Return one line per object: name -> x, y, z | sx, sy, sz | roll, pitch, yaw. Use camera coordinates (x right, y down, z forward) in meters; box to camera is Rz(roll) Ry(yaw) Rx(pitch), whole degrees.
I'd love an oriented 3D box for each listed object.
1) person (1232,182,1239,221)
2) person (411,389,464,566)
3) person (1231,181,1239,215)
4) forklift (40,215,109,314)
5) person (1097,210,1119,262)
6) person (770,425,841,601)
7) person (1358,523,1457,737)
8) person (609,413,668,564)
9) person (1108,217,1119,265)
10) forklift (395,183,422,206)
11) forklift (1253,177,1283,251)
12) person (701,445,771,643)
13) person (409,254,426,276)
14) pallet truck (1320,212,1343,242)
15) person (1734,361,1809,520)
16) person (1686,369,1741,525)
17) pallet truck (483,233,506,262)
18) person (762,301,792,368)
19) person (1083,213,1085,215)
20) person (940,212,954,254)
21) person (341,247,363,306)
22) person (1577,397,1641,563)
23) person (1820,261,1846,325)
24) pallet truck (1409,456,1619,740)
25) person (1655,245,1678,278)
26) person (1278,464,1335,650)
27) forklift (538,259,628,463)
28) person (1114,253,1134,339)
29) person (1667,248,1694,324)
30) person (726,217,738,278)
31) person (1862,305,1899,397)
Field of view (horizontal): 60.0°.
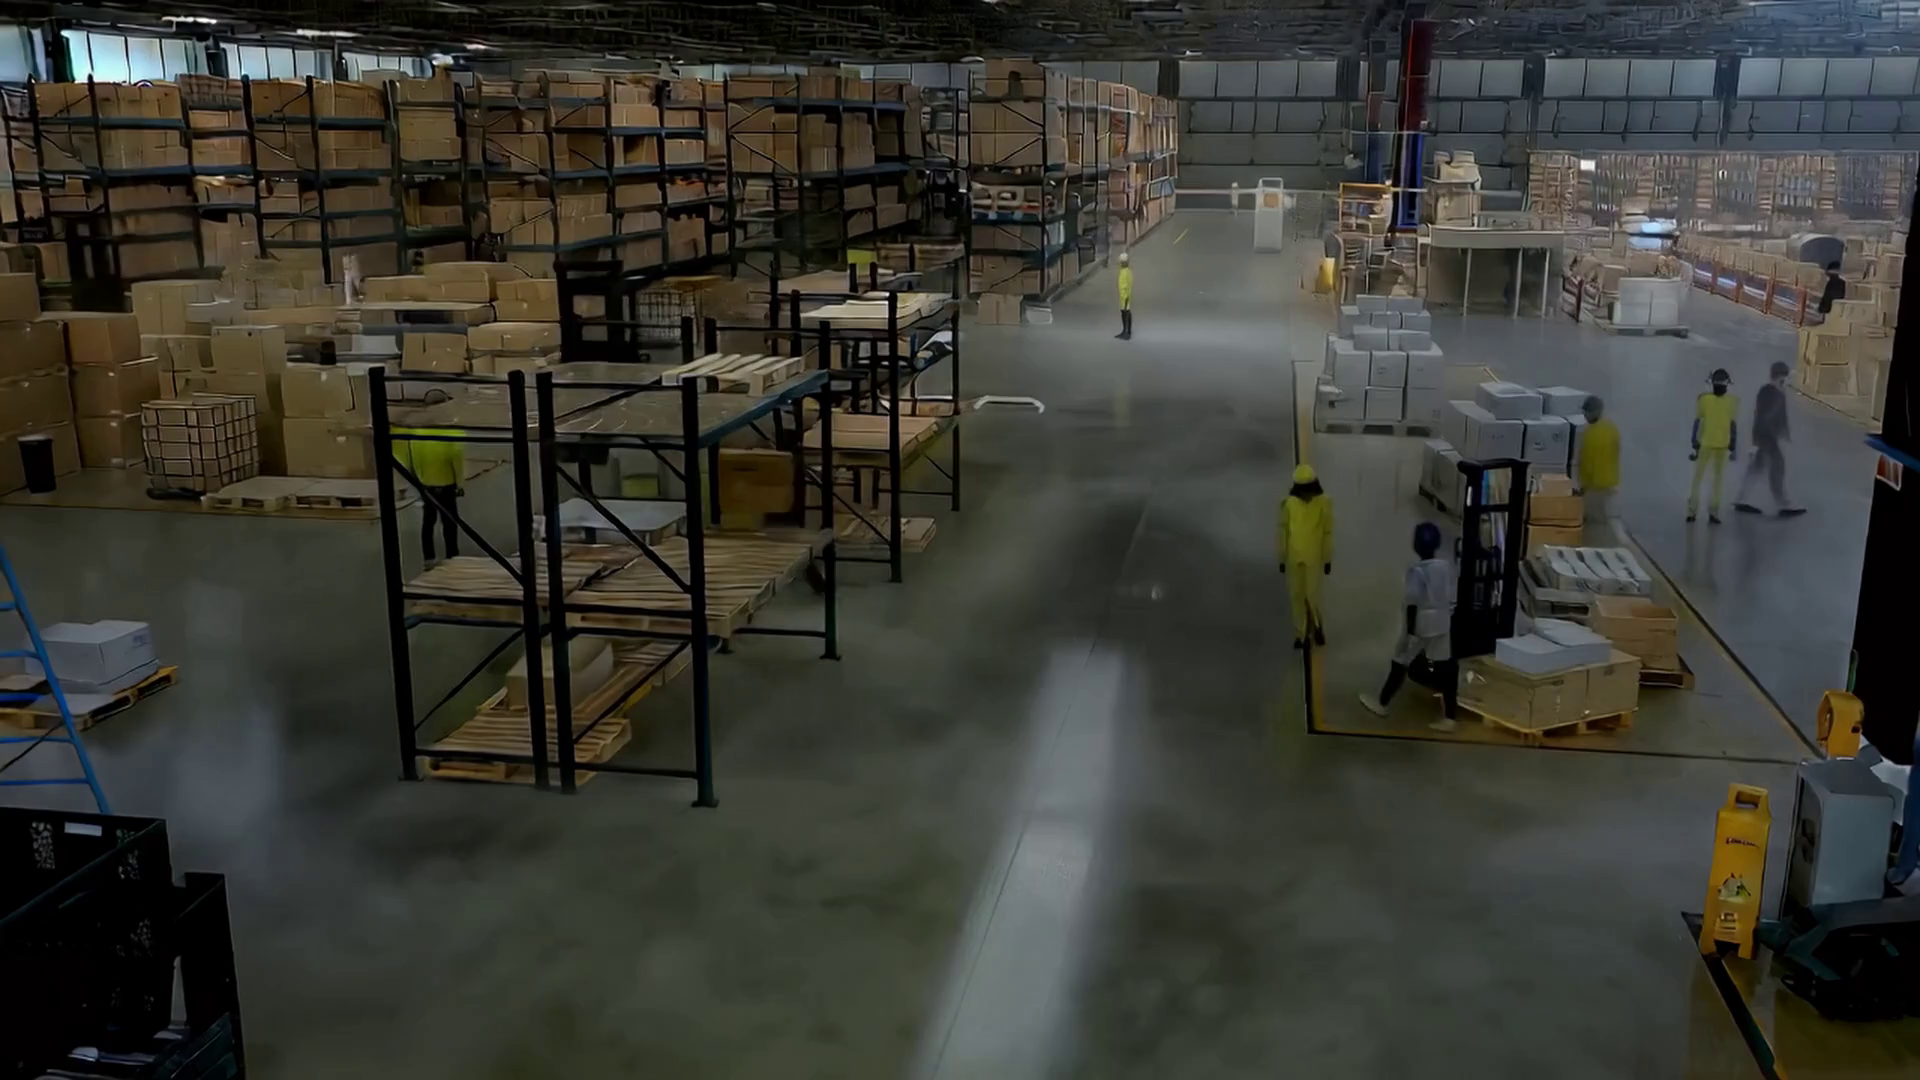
person -> 14.285, -17.579, 86.432 | 0.415, 1.985, 0.611 | 1, 14, 5
person -> -5.591, -0.663, 17.887 | 0.585, 1.917, 0.409 | 4, 14, 15
person -> 15.432, -19.100, 92.910 | 0.521, 1.830, 0.653 | -4, 14, -15
forklift -> -18.717, -5.555, 35.756 | 1.873, 2.768, 1.129 | 2, 14, 10
person -> 5.222, -10.795, 59.160 | 0.988, 1.862, 0.666 | 6, 15, 21
person -> -1.723, -0.269, 16.558 | 1.014, 1.796, 0.513 | 2, 14, 10
person -> 3.576, 0.671, 12.985 | 0.550, 1.647, 0.883 | -10, 17, -36
person -> -3.284, -0.450, 17.066 | 0.592, 1.897, 0.624 | -3, 14, -13
person -> 5.352, -10.460, 58.147 | 0.703, 1.664, 0.559 | 4, 14, 15
forklift -> -18.993, -10.933, 57.590 | 1.129, 2.768, 1.873 | 3, 14, 10
forklift -> 12.083, -12.747, 64.956 | 1.129, 2.768, 1.873 | 3, 14, 10
person -> -2.085, 0.020, 15.305 | 0.681, 1.828, 0.676 | 3, 14, 12
person -> -12.511, -5.741, 38.695 | 0.536, 1.830, 0.959 | -4, 15, -17
pallet truck -> 15.874, -13.227, 70.310 | 0.680, 1.201, 1.601 | 10, 17, 35
person -> 9.916, -1.201, 20.109 | 0.950, 1.901, 0.635 | 10, 17, 35
person -> 8.976, -1.112, 19.795 | 0.520, 1.873, 0.333 | 4, 14, 16
pallet truck -> -11.832, -7.026, 43.548 | 1.885, 1.965, 0.823 | 8, 16, 28
person -> -3.161, -3.358, 28.831 | 0.628, 1.923, 1.000 | 5, 15, 19
person -> 7.189, -18.721, 91.600 | 0.902, 1.718, 0.538 | 1, 14, 5
person -> -0.439, -10.652, 58.657 | 0.636, 1.818, 0.439 | -10, 17, -36
person -> -16.177, -6.990, 44.239 | 0.546, 1.577, 0.874 | 3, 14, 14
person -> 6.835, -0.543, 17.459 | 0.723, 1.891, 0.765 | -13, 19, -41
person -> 17.909, -4.721, 34.195 | 0.376, 1.995, 0.612 | -1, 14, -4
pallet truck -> 4.504, 0.400, 13.395 | 0.823, 1.965, 1.885 | -6, 15, -23
person -> 18.600, -6.939, 43.820 | 0.548, 1.681, 0.439 | 3, 14, 13
person -> 3.101, 0.158, 14.958 | 0.494, 1.722, 0.386 | 5, 15, 19
forklift -> -5.261, -2.614, 23.817 | 1.129, 2.768, 1.873 | 3, 14, 10
person -> 3.697, -5.496, 37.459 | 0.368, 1.935, 0.552 | -5, 15, -18
person -> 17.540, -6.199, 40.543 | 0.612, 1.816, 0.565 | 3, 14, 12
person -> -7.282, -9.344, 53.121 | 0.393, 1.920, 0.587 | -5, 15, -19
person -> 16.189, -3.217, 28.654 | 0.944, 1.704, 0.532 | 5, 15, 18
